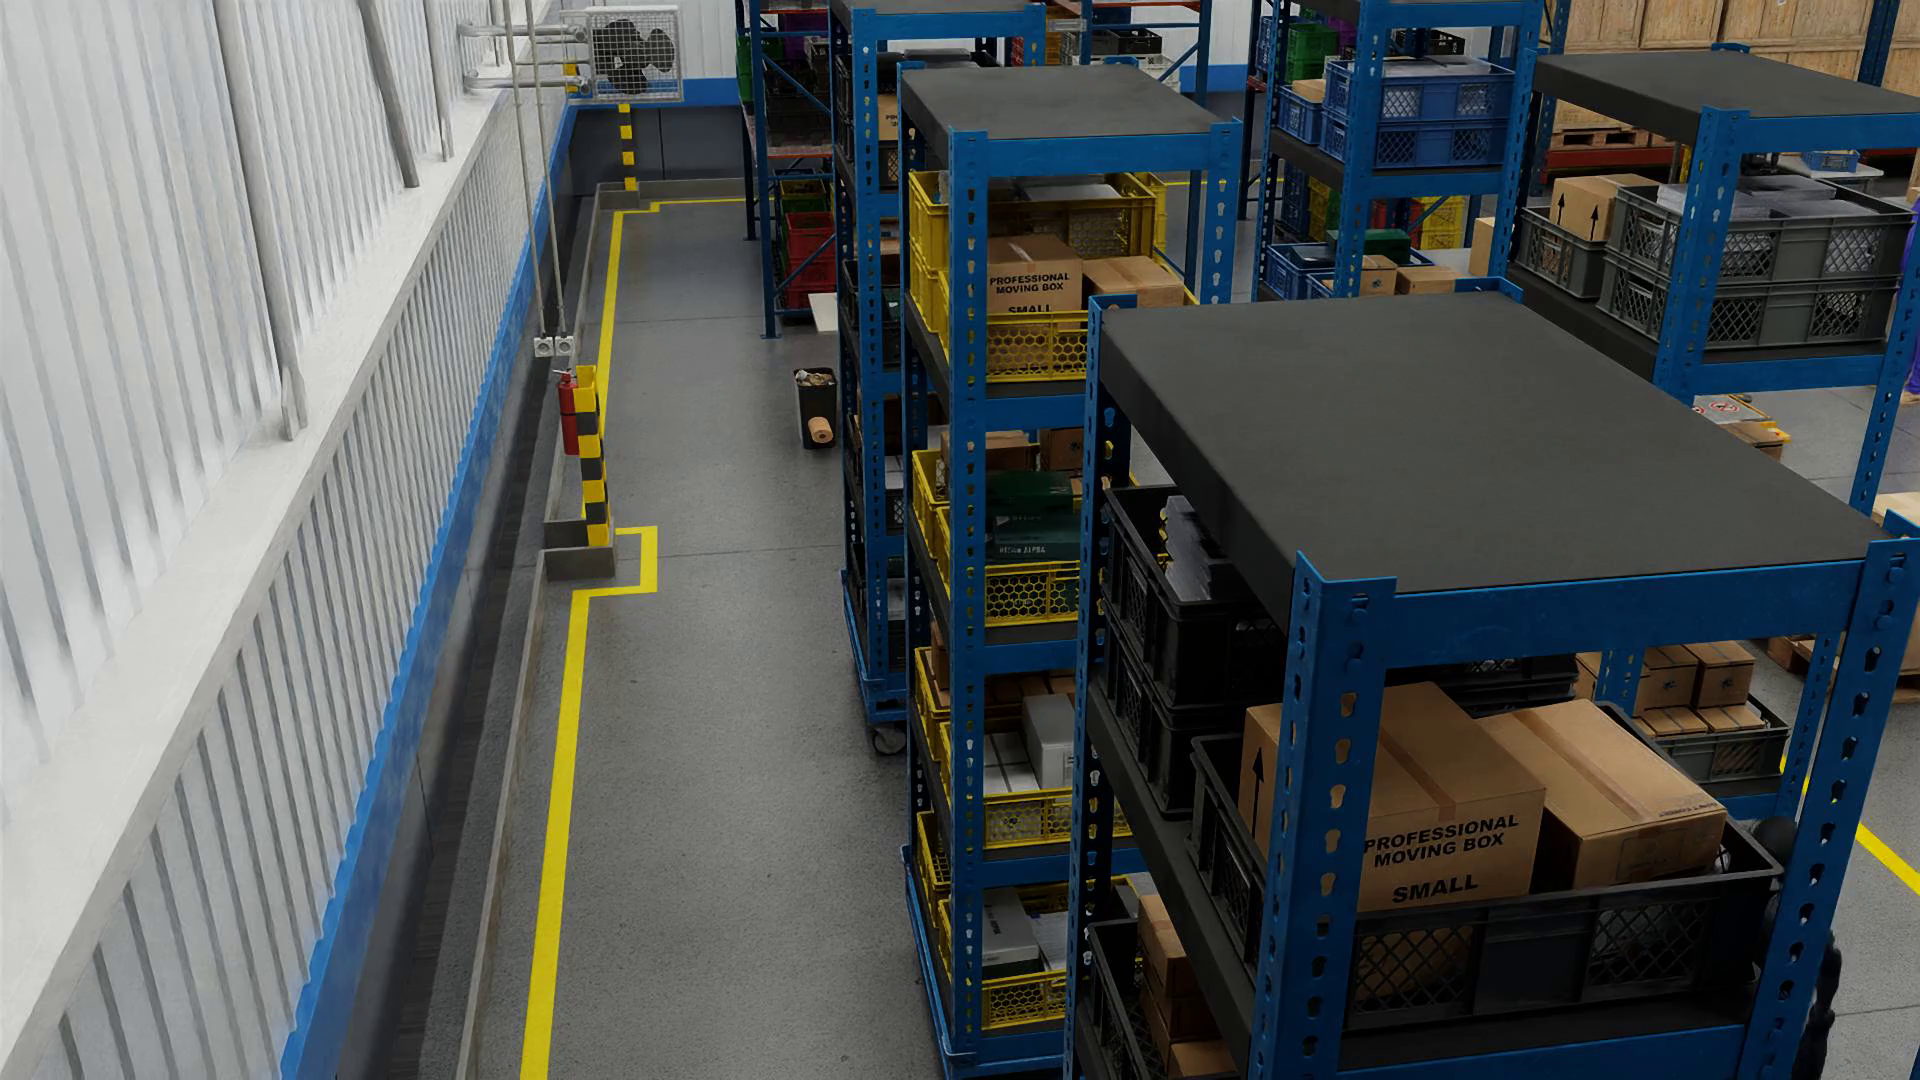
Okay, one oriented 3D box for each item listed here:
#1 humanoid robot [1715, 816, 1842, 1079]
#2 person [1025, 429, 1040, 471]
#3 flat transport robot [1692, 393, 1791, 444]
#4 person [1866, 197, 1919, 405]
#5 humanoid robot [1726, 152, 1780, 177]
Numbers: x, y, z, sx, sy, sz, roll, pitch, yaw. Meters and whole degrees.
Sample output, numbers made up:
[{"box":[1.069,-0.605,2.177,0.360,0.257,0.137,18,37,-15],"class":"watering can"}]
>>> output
[{"box":[2.390,1.557,5.215,0.356,1.647,0.660,-19,31,-35],"class":"humanoid robot"},{"box":[0.237,-0.372,9.329,0.530,1.740,0.622,-14,28,-28],"class":"person"},{"box":[5.224,-0.859,12.132,1.431,0.197,0.652,-4,25,-8],"class":"flat transport robot"},{"box":[7.332,-2.049,12.635,0.536,2.000,0.680,2,25,4],"class":"person"},{"box":[7.281,-3.155,15.450,0.589,1.660,0.327,-3,25,-7],"class":"humanoid robot"}]
